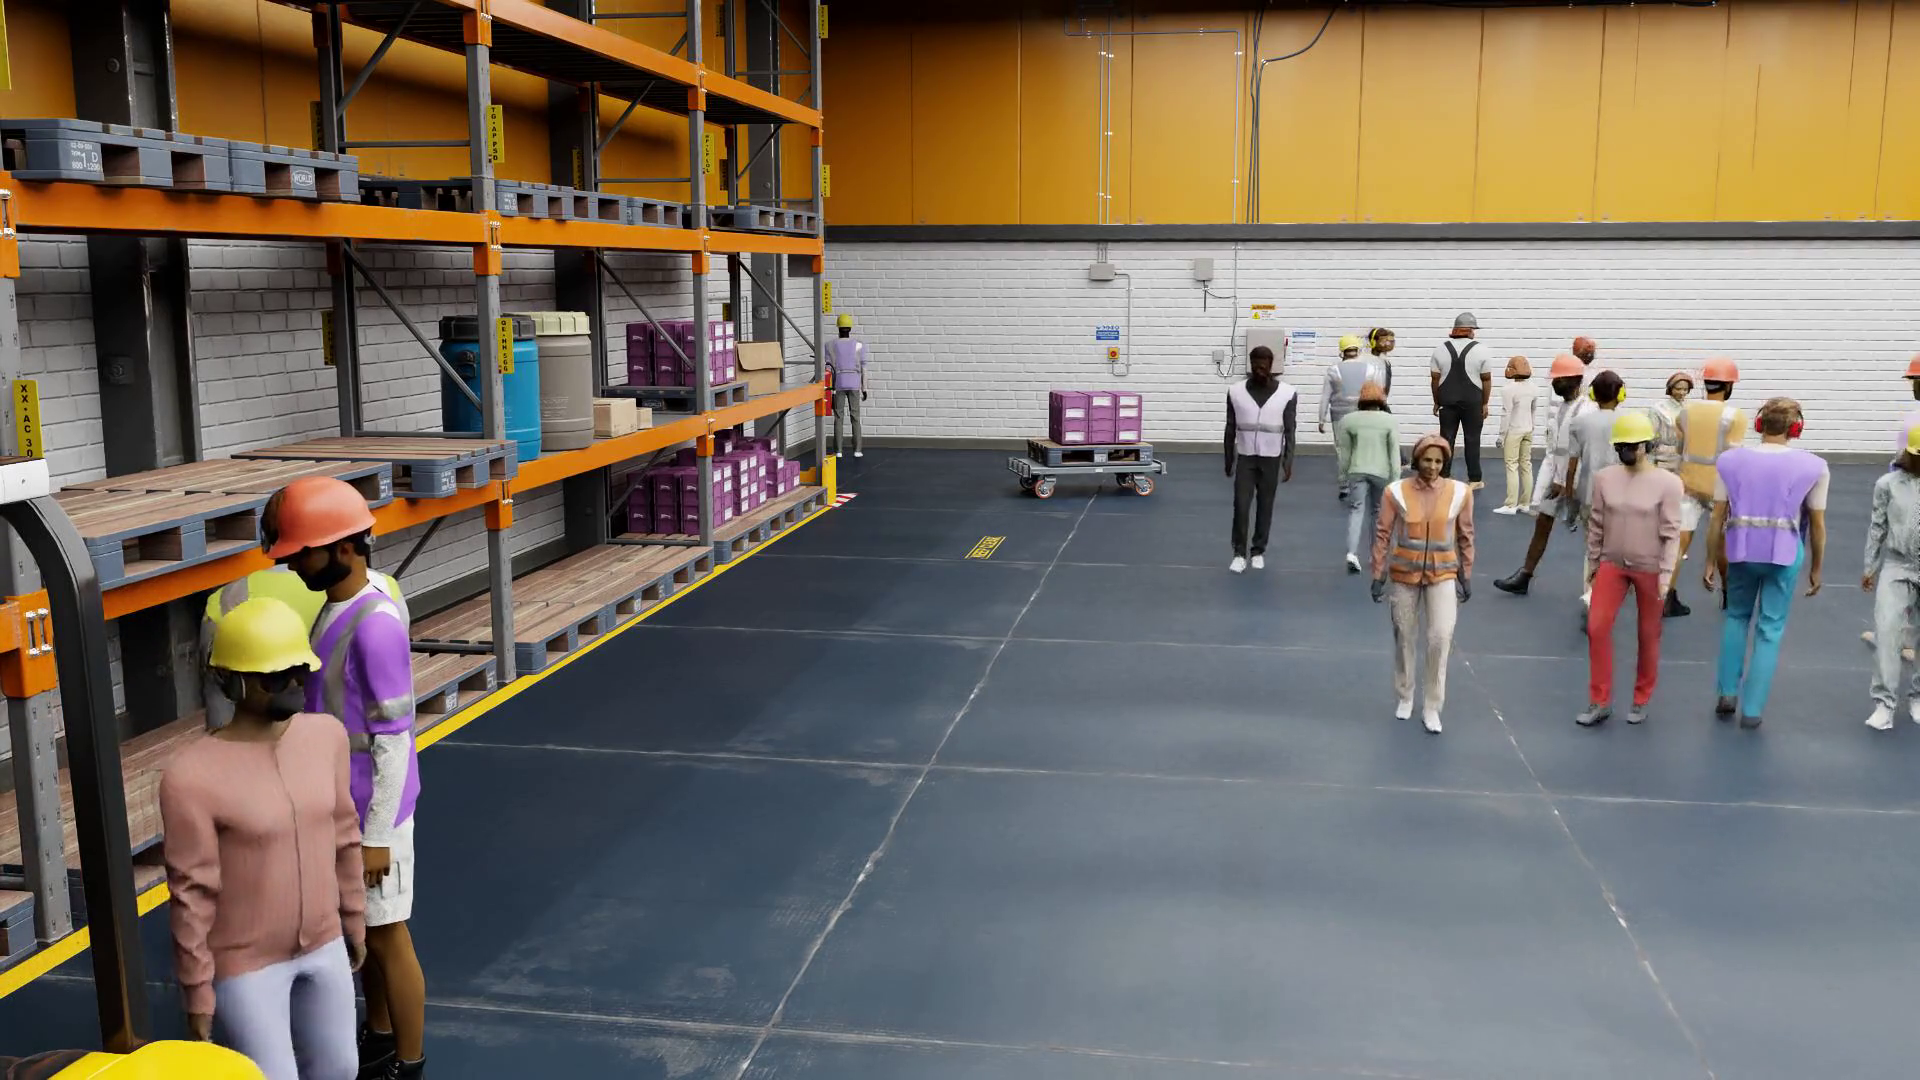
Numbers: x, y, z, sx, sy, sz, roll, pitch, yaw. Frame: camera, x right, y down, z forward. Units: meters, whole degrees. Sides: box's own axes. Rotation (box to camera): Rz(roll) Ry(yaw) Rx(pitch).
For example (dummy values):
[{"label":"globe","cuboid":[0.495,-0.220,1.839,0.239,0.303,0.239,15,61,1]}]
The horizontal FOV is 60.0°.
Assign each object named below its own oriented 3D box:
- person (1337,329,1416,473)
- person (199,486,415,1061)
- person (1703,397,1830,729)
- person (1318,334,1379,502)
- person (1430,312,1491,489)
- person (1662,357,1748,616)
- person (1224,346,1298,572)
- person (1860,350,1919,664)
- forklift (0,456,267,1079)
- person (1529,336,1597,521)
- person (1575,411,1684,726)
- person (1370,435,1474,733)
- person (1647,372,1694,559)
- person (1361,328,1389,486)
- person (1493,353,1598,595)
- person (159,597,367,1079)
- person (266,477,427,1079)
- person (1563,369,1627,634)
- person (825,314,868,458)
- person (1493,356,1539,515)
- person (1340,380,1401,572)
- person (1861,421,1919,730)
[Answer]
[{"label":"person","cuboid":[5.173,-1.710,20.588,1.002,1.789,0.508,4,10,22]},{"label":"person","cuboid":[-2.062,0.740,5.319,0.624,1.837,0.430,-5,10,-27]},{"label":"person","cuboid":[4.438,0.121,9.169,0.583,1.818,0.579,6,11,32]},{"label":"person","cuboid":[4.232,-1.347,18.250,0.624,1.807,0.718,0,9,1]},{"label":"person","cuboid":[5.781,-1.606,19.154,0.681,2.000,0.536,6,11,31]},{"label":"person","cuboid":[5.455,-0.388,12.131,0.987,1.885,0.563,-6,11,-35]},{"label":"person","cuboid":[2.483,-0.660,13.817,0.594,1.886,0.776,2,9,12]},{"label":"person","cuboid":[6.086,-0.218,10.649,0.629,2.013,0.831,-5,10,-27]},{"label":"forklift","cuboid":[-2.328,0.975,2.765,2.313,2.155,1.214,1,9,9]},{"label":"person","cuboid":[6.150,-1.128,16.766,0.442,1.853,0.613,-4,10,-23]},{"label":"person","cuboid":[3.637,0.173,9.097,0.523,1.736,0.679,8,12,42]},{"label":"person","cuboid":[2.523,0.237,9.086,0.552,1.609,0.695,2,9,13]},{"label":"person","cuboid":[6.166,-0.637,14.412,0.516,1.638,0.317,-2,9,-13]},{"label":"person","cuboid":[4.793,-1.525,19.248,0.405,1.851,0.498,9,13,43]},{"label":"person","cuboid":[4.675,-0.480,12.713,1.007,1.881,0.547,-1,9,-9]},{"label":"person","cuboid":[-1.707,0.988,4.061,0.639,1.752,0.535,5,10,28]},{"label":"person","cuboid":[-1.771,0.771,4.843,0.372,1.928,0.543,-6,11,-34]},{"label":"person","cuboid":[4.381,-0.245,11.386,0.507,1.840,0.689,7,12,38]},{"label":"person","cuboid":[-1.527,-2.053,22.247,0.593,1.930,0.355,-2,9,-9]},{"label":"person","cuboid":[5.733,-1.077,17.142,0.498,1.634,0.278,-5,11,-30]},{"label":"person","cuboid":[3.431,-0.543,13.958,0.512,1.594,0.824,4,10,23]},{"label":"person","cuboid":[5.194,0.200,9.025,0.532,1.698,0.809,6,11,32]}]
